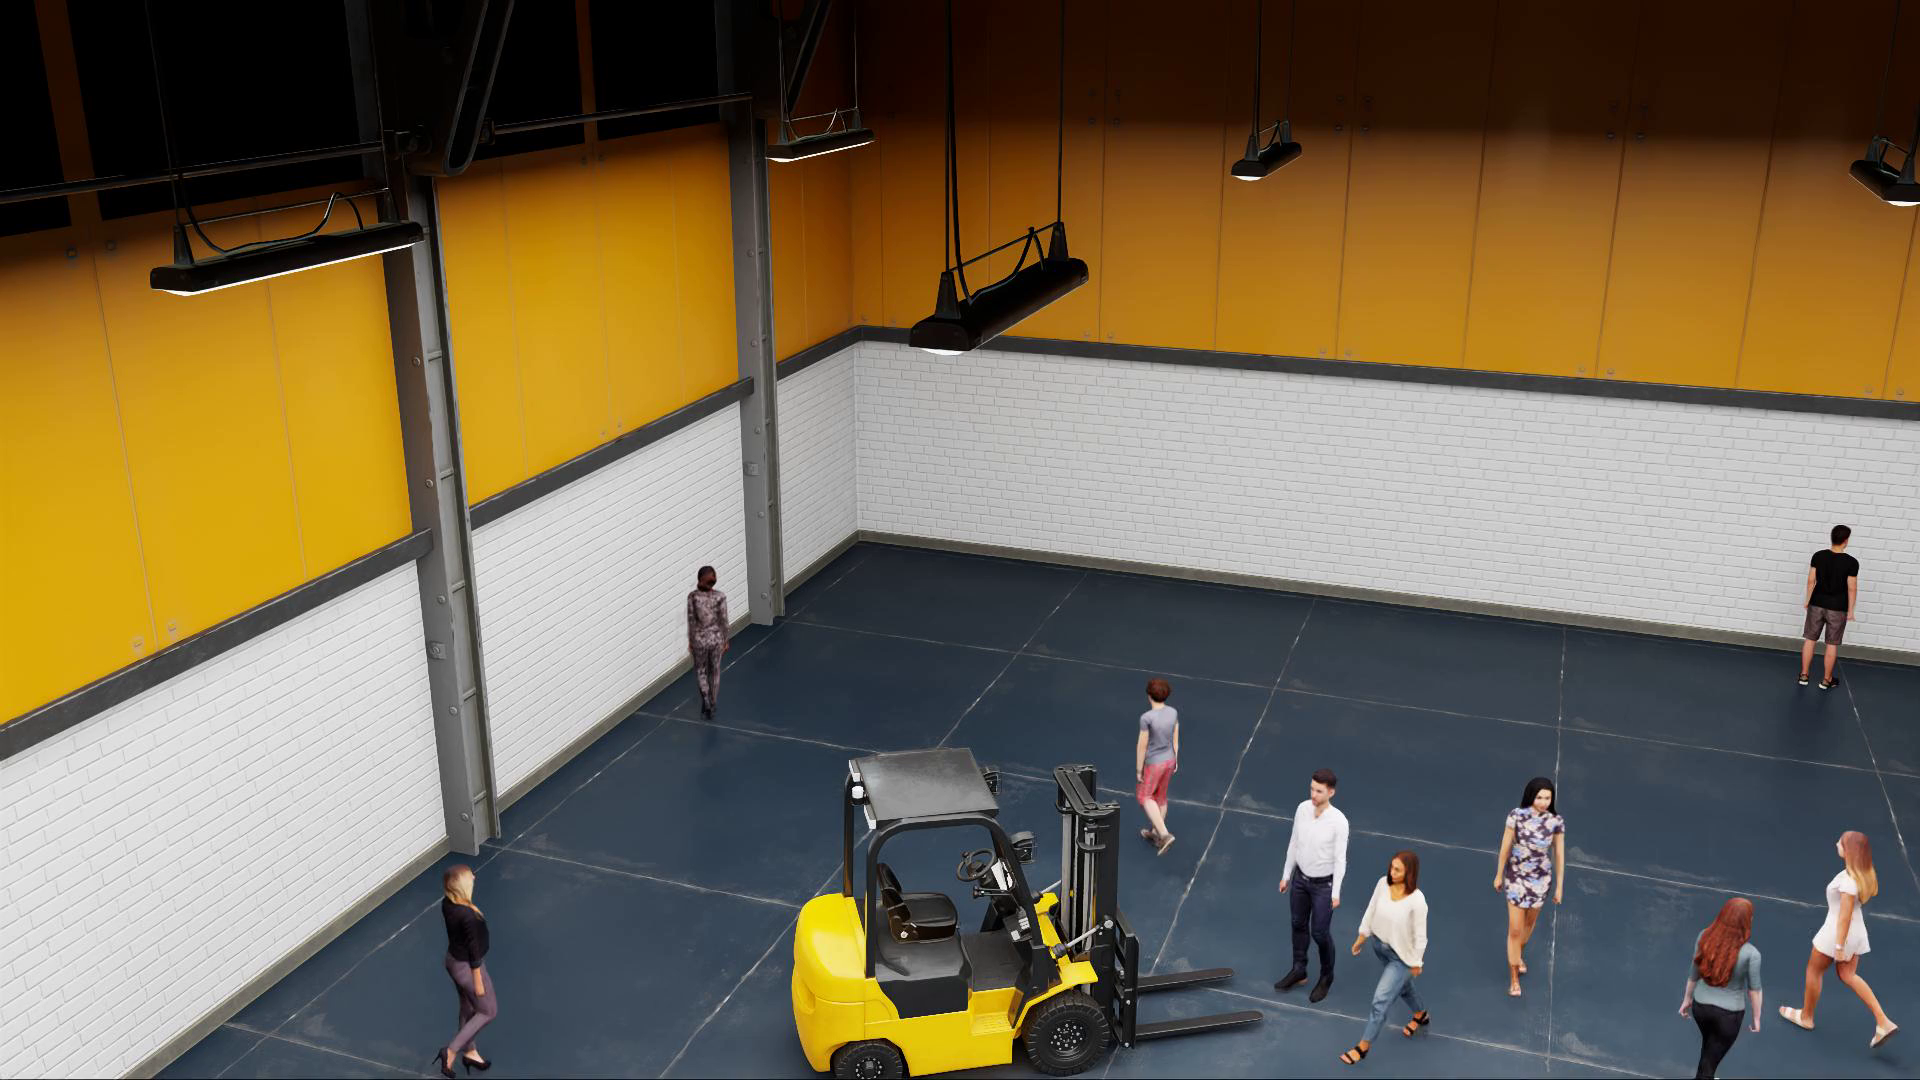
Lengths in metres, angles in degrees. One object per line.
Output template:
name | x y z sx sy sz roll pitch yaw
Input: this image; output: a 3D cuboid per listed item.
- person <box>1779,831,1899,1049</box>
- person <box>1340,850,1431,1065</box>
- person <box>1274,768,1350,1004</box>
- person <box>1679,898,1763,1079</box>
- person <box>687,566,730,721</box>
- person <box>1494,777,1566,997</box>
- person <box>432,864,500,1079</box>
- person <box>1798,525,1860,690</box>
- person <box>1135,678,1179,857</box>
person | 6.523 2.922 12.116 1.036 1.673 0.966 -15 24 -37
person | 3.216 2.971 12.027 1.143 1.637 1.079 -9 21 -24
person | 2.759 2.595 12.785 0.800 1.867 0.759 -14 23 -36
person | 5.035 3.220 11.155 0.989 1.721 0.861 -16 24 -39
person | -2.650 1.103 17.461 0.713 1.710 0.767 -2 19 -5
person | 4.425 2.619 12.960 0.766 1.709 1.024 2 19 7
person | -3.542 3.078 11.675 0.859 1.658 0.782 -15 24 -37
person | 9.571 0.726 18.346 0.757 1.859 0.718 16 24 39
person | 1.794 2.046 14.780 0.913 1.633 0.971 -8 20 -23
